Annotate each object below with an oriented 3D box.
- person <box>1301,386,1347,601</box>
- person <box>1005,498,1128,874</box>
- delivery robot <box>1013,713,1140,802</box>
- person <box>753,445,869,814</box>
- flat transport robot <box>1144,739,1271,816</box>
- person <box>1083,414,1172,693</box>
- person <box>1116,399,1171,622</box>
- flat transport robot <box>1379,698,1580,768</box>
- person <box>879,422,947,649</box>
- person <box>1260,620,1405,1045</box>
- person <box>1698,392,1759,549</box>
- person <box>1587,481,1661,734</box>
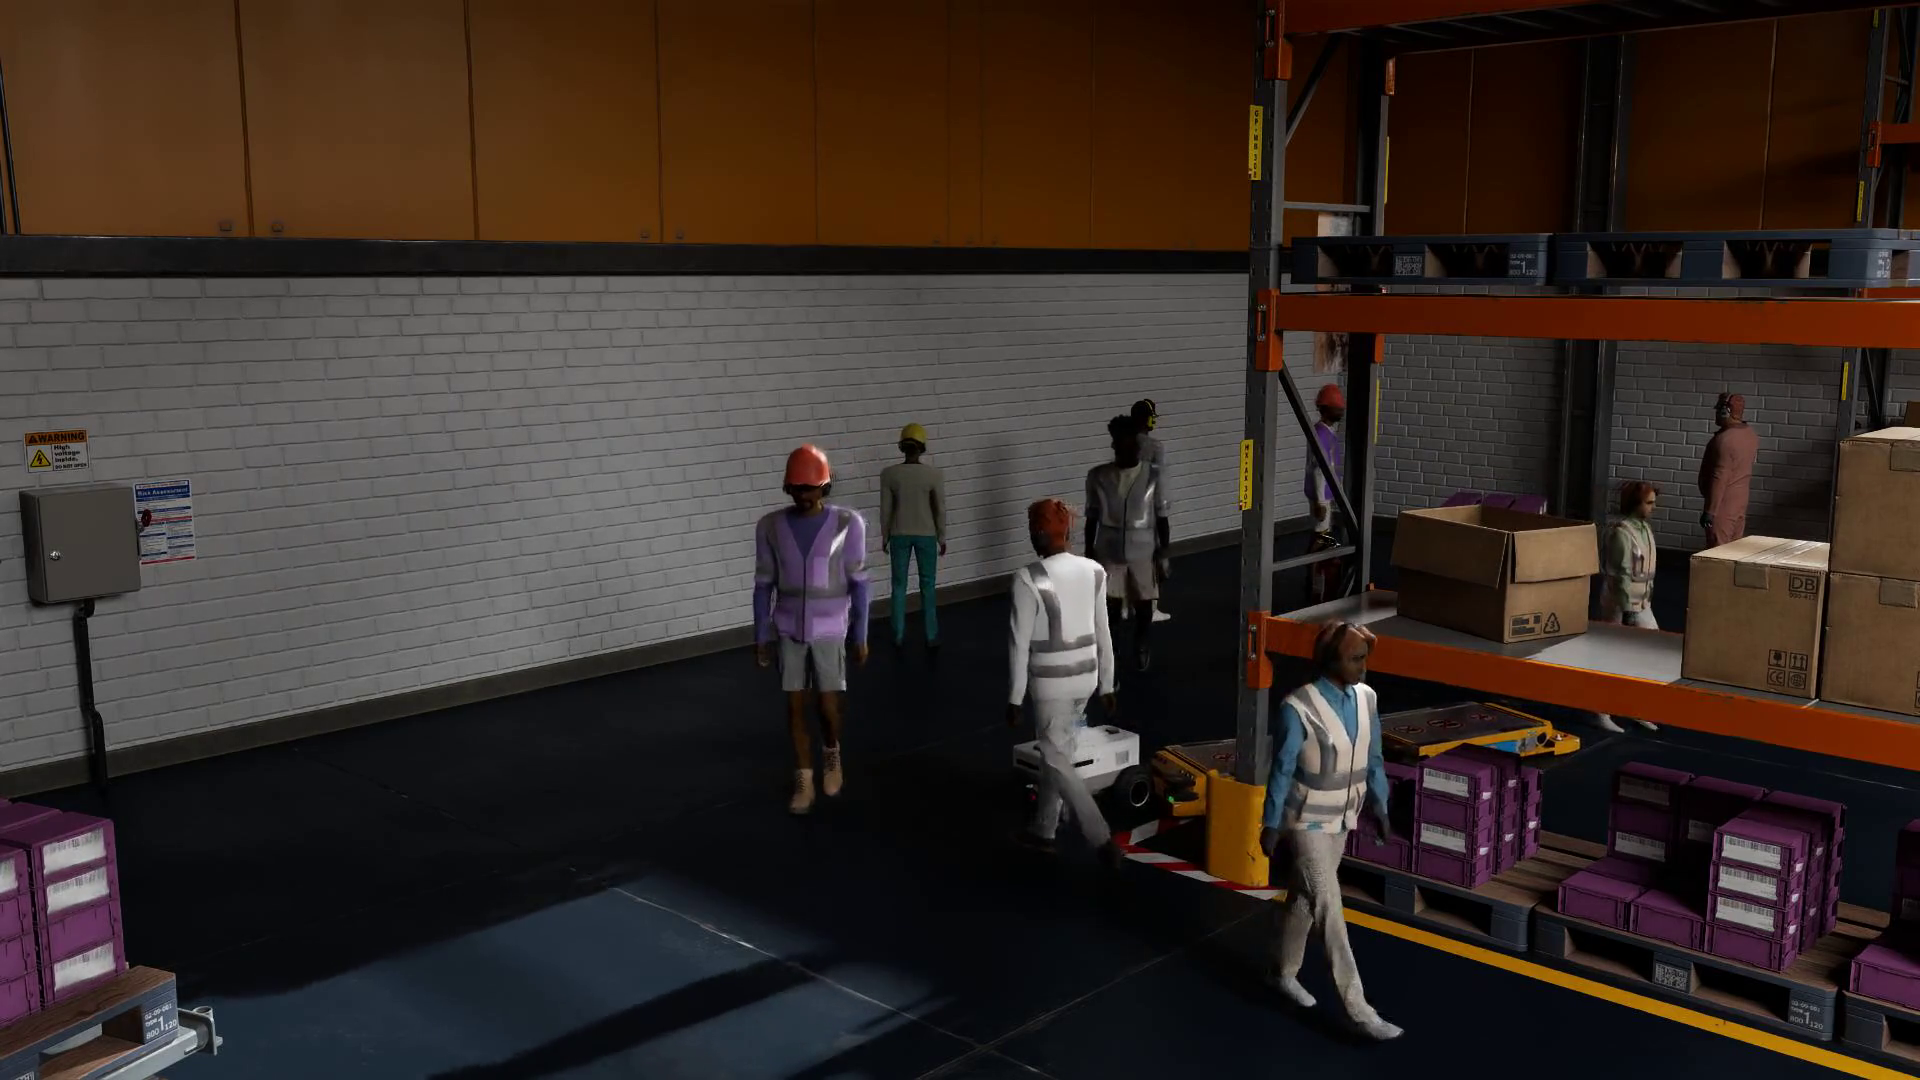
[{"bbox_3d":[3.241,-0.405,14.773,0.414,1.921,0.591,3,10,18],"label":"person"},{"bbox_3d":[0.542,0.723,8.112,0.582,1.858,0.840,-8,12,-42],"label":"person"},{"bbox_3d":[0.628,1.176,8.958,0.707,0.478,0.477,-7,12,-37],"label":"delivery robot"},{"bbox_3d":[-0.817,0.489,8.971,0.638,2.023,0.446,2,9,10],"label":"person"},{"bbox_3d":[1.694,1.297,9.373,1.431,0.197,0.652,-3,10,-19],"label":"flat transport robot"},{"bbox_3d":[1.182,0.078,11.714,0.638,1.947,0.585,2,9,11],"label":"person"},{"bbox_3d":[1.529,-0.240,13.940,0.511,1.862,0.329,8,12,39],"label":"person"},{"bbox_3d":[2.980,1.188,10.041,1.431,0.197,0.652,-5,10,-27],"label":"flat transport robot"},{"bbox_3d":[-0.356,-0.030,12.943,0.531,1.766,0.329,1,9,9],"label":"person"},{"bbox_3d":[1.484,1.115,6.410,0.529,1.593,0.837,-7,12,-38],"label":"person"},{"bbox_3d":[6.492,-0.300,14.164,0.643,1.909,0.410,-9,13,-43],"label":"person"},{"bbox_3d":[4.253,0.440,10.511,0.526,1.622,0.522,-8,12,-42],"label":"person"}]
